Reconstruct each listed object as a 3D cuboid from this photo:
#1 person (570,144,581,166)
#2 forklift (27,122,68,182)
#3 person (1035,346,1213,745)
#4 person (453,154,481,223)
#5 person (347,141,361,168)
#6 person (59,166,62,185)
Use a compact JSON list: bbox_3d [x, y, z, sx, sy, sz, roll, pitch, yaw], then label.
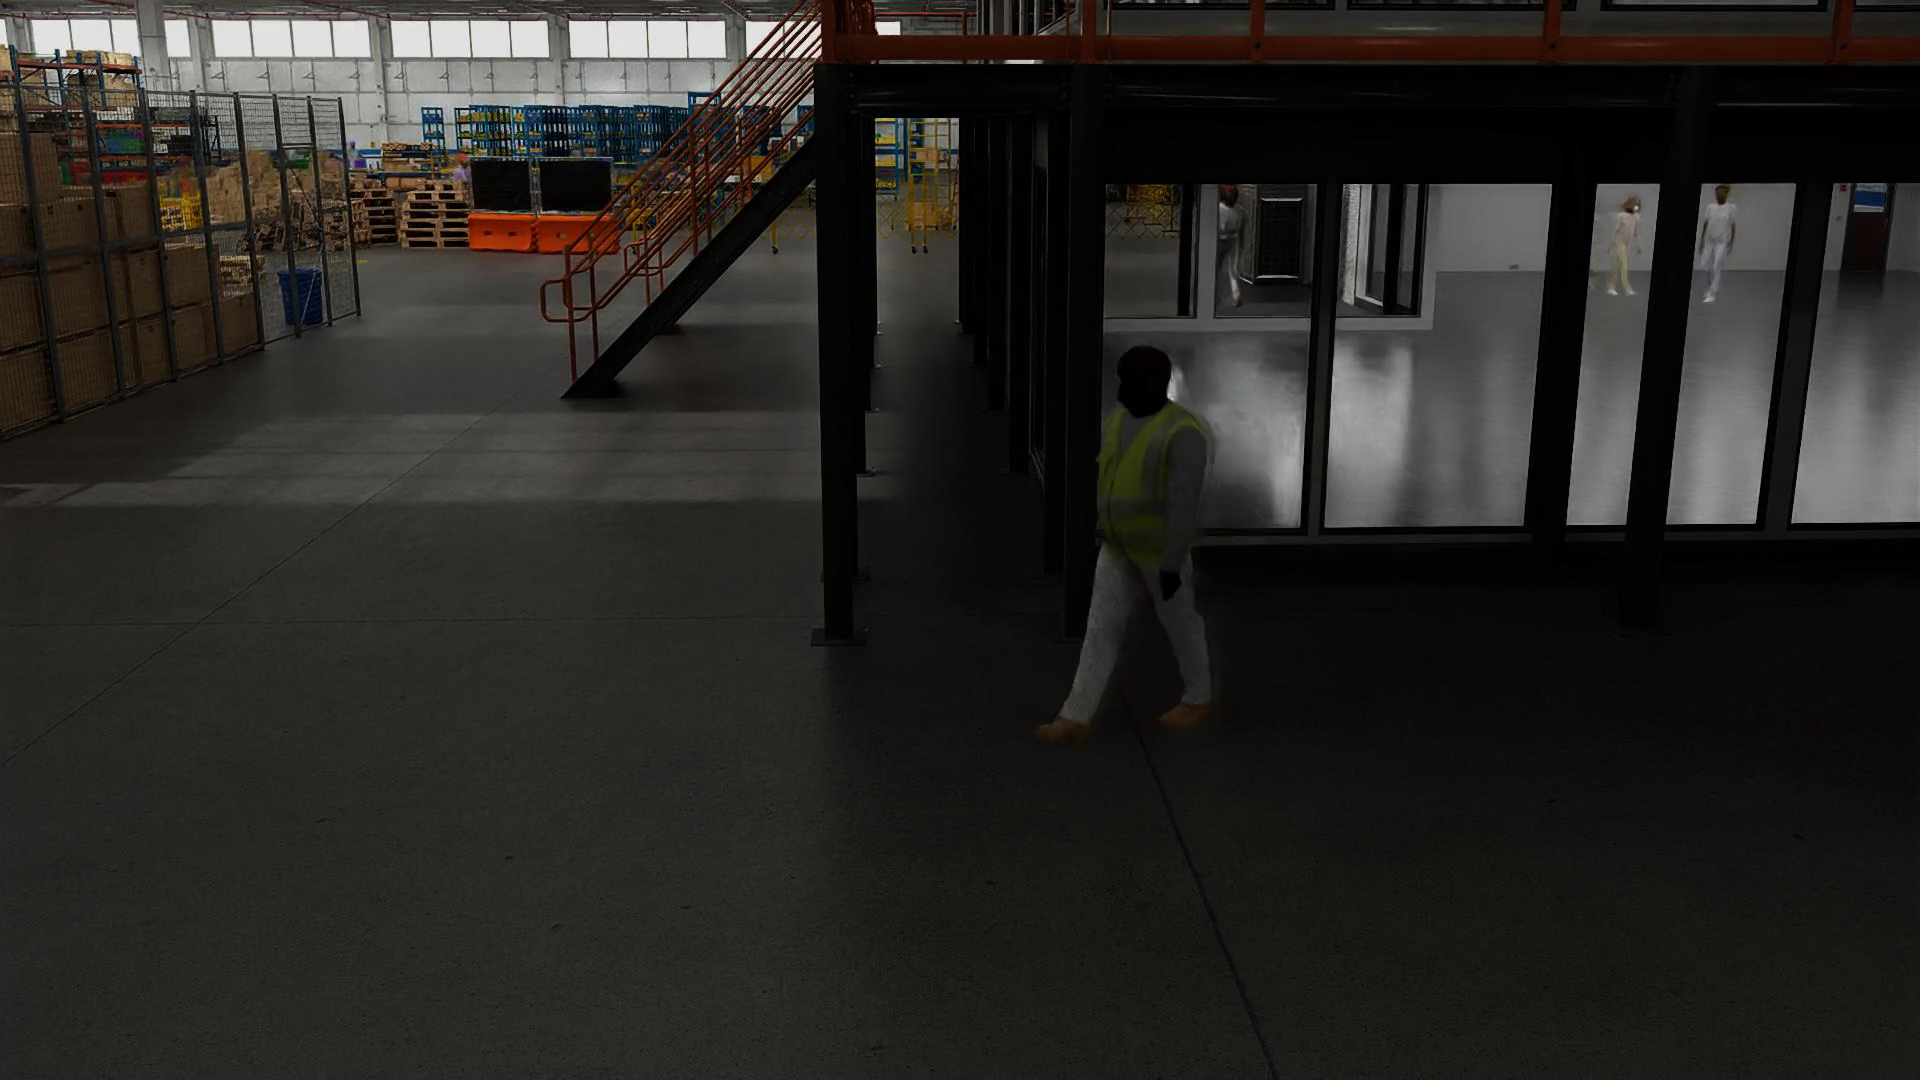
[{"bbox_3d":[-18.656,-18.353,80.906,0.603,1.794,0.757,-5,15,-18],"label":"person"},{"bbox_3d":[-35.376,-14.773,64.377,1.129,2.768,1.873,-1,14,-2],"label":"forklift"},{"bbox_3d":[0.800,0.033,7.414,0.949,1.792,0.644,-9,17,-33],"label":"person"},{"bbox_3d":[-12.821,-8.998,43.120,1.047,1.999,0.610,13,19,41],"label":"person"},{"bbox_3d":[-29.173,-18.256,80.243,0.841,1.914,0.629,11,18,36],"label":"person"},{"bbox_3d":[-31.226,-12.391,57.408,0.279,1.624,0.494,7,16,27],"label":"person"}]
